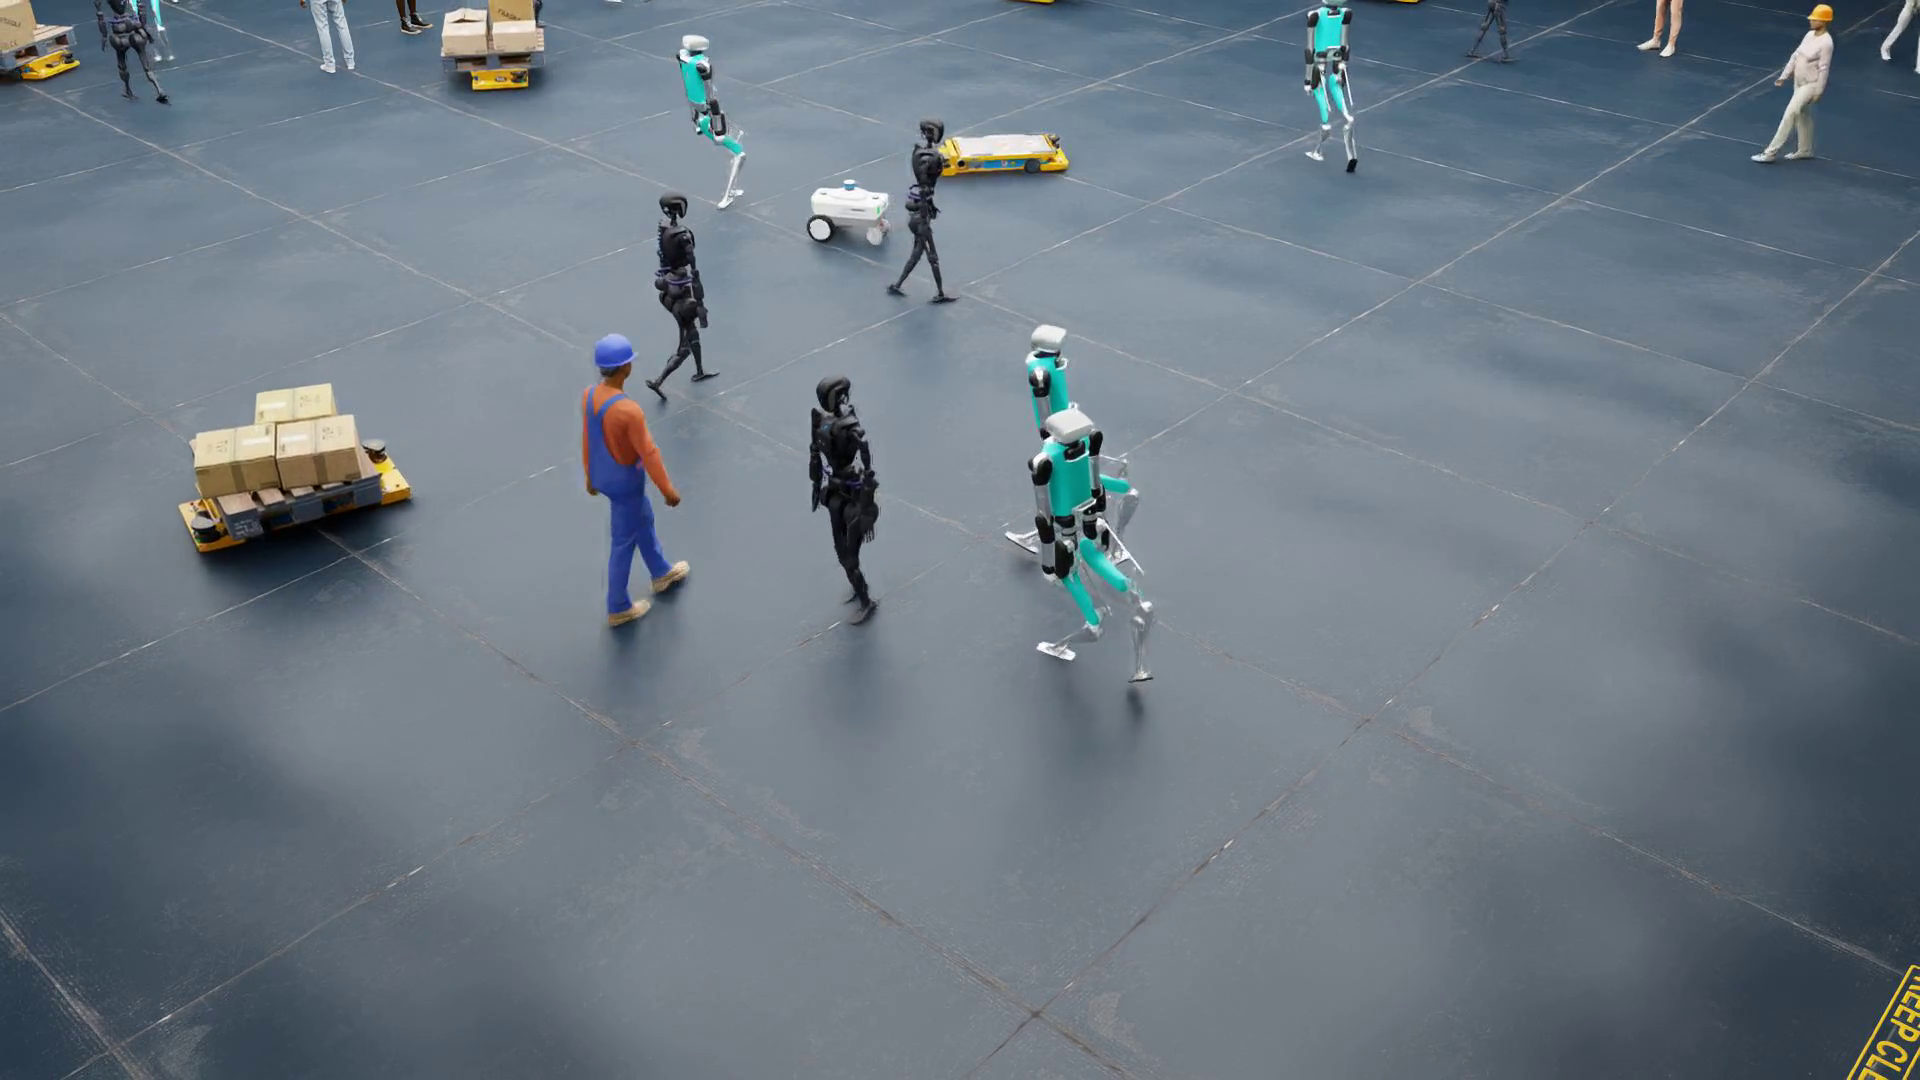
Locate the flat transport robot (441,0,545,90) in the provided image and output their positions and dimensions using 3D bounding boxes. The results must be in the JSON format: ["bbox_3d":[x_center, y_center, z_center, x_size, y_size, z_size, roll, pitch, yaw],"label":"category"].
[{"bbox_3d":[-5.736,-5.867,20.601,0.659,0.231,1.431,-6,32,-10],"label":"flat transport robot"}]

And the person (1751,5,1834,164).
[{"bbox_3d":[8.844,-4.801,17.562,0.819,1.665,0.490,0,32,0],"label":"person"}]

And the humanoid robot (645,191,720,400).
[{"bbox_3d":[-2.223,-1.914,12.938,0.734,1.639,0.609,-22,38,-32],"label":"humanoid robot"}]

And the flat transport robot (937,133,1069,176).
[{"bbox_3d":[0.402,-4.117,17.783,1.431,0.231,0.659,-5,32,-7],"label":"flat transport robot"}]

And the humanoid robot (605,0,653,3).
[{"bbox_3d":[-4.725,-8.253,23.052,1.041,1.728,0.549,9,33,15],"label":"humanoid robot"}]

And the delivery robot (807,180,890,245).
[{"bbox_3d":[-1.050,-3.159,15.961,0.765,0.586,0.499,7,33,11],"label":"delivery robot"}]

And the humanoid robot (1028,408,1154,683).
[{"bbox_3d":[0.830,0.161,9.561,0.563,1.775,1.039,-26,40,-35],"label":"humanoid robot"}]

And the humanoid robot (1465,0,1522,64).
[{"bbox_3d":[6.815,-6.832,20.847,0.714,1.631,0.588,12,34,19],"label":"humanoid robot"}]

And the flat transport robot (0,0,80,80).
[{"bbox_3d":[-11.842,-5.973,20.772,1.431,0.231,0.659,9,33,14],"label":"flat transport robot"}]

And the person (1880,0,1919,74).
[{"bbox_3d":[11.908,-6.658,20.613,0.502,1.596,0.858,0,32,0],"label":"person"}]

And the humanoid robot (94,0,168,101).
[{"bbox_3d":[-9.722,-5.934,19.414,0.740,1.640,0.611,22,38,31],"label":"humanoid robot"}]

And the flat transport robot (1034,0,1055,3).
[{"bbox_3d":[1.333,-8.083,24.170,0.659,0.231,1.431,17,36,26],"label":"flat transport robot"}]

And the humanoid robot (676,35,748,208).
[{"bbox_3d":[-2.328,-4.141,16.436,0.848,1.782,0.610,-21,38,-30],"label":"humanoid robot"}]

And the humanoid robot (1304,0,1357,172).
[{"bbox_3d":[3.996,-4.761,17.442,0.550,1.784,0.970,-13,34,-20],"label":"humanoid robot"}]

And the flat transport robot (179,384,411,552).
[{"bbox_3d":[-4.666,-0.317,11.664,1.431,0.231,0.659,-19,36,-27],"label":"flat transport robot"}]

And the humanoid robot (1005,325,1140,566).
[{"bbox_3d":[0.824,-0.531,10.650,1.080,1.727,0.535,6,32,9],"label":"humanoid robot"}]

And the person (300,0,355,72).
[{"bbox_3d":[-7.822,-6.731,20.429,0.587,1.920,0.391,-20,37,-29],"label":"person"}]

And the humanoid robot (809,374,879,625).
[{"bbox_3d":[-0.706,-0.274,10.265,0.589,1.650,0.434,27,41,37],"label":"humanoid robot"}]

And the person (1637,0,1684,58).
[{"bbox_3d":[9.040,-7.103,21.082,0.374,1.864,0.582,-14,34,-21],"label":"person"}]

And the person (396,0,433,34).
[{"bbox_3d":[-7.370,-7.737,22.006,0.368,1.966,0.602,8,33,13],"label":"person"}]

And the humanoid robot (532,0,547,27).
[{"bbox_3d":[-5.715,-7.668,22.181,0.398,1.637,0.609,23,39,33],"label":"humanoid robot"}]

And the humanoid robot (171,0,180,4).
[{"bbox_3d":[-11.408,-8.534,23.524,0.548,1.780,0.875,-17,36,-25],"label":"humanoid robot"}]

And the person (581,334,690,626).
[{"bbox_3d":[-1.973,-0.398,10.270,0.854,1.869,0.567,-28,41,-37],"label":"person"}]

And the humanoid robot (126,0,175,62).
[{"bbox_3d":[-10.227,-6.823,20.761,0.558,1.794,0.757,-11,34,-18],"label":"humanoid robot"}]

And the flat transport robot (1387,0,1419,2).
[{"bbox_3d":[6.035,-8.019,24.067,1.431,0.231,0.659,18,36,26],"label":"flat transport robot"}]

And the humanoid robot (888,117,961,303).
[{"bbox_3d":[-0.337,-2.877,14.502,0.681,1.637,0.609,2,32,4],"label":"humanoid robot"}]
